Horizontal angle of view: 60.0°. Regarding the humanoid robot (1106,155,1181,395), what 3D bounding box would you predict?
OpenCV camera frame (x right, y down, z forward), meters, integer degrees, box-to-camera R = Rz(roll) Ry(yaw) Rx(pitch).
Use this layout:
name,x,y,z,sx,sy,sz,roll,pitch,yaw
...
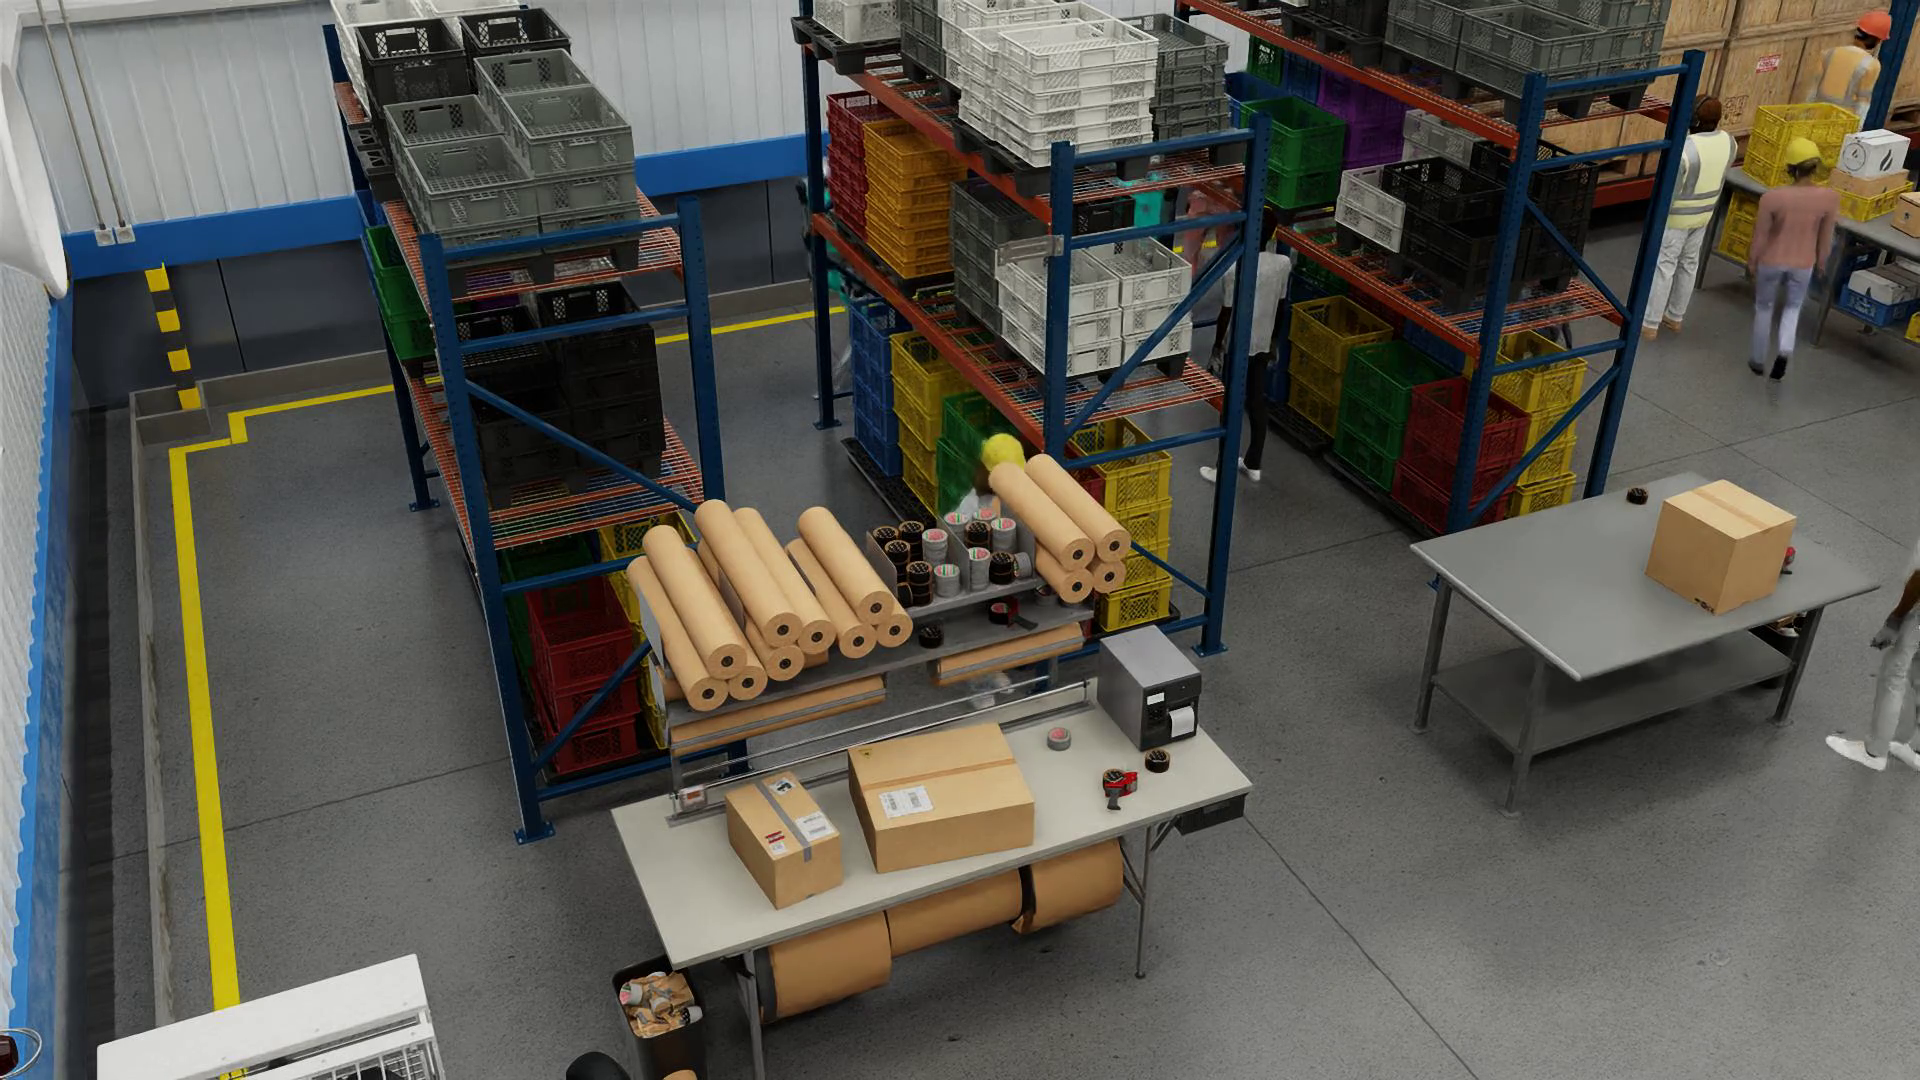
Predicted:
name,x,y,z,sx,sy,sz,roll,pitch,yaw
humanoid robot,1.153,-1.928,11.701,0.546,1.758,0.841,-11,33,-17

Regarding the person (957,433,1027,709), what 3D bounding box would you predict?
name,x,y,z,sx,sy,sz,roll,pitch,yaw
person,0.194,0.195,8.266,0.506,1.715,0.445,-21,38,-31

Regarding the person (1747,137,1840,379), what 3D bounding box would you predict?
name,x,y,z,sx,sy,sz,roll,pitch,yaw
person,5.818,-1.939,11.704,0.550,1.742,0.500,9,33,14

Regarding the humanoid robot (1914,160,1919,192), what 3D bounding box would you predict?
name,x,y,z,sx,sy,sz,roll,pitch,yaw
humanoid robot,8.149,-3.207,13.822,0.315,1.657,0.599,10,33,16

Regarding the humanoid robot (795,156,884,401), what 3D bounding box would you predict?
name,x,y,z,sx,sy,sz,roll,pitch,yaw
humanoid robot,-0.686,-1.899,11.702,0.531,1.778,1.023,25,39,34

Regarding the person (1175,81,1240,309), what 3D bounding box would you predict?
name,x,y,z,sx,sy,sz,roll,pitch,yaw
person,1.958,-2.593,12.644,0.601,1.882,0.883,25,40,35

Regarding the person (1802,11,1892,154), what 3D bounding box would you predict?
name,x,y,z,sx,sy,sz,roll,pitch,yaw
person,7.529,-3.572,14.239,0.911,1.876,0.632,-15,35,-23

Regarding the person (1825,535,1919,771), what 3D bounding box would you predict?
name,x,y,z,sx,sy,sz,roll,pitch,yaw
person,4.614,0.346,7.918,0.567,1.848,0.424,-15,35,-23

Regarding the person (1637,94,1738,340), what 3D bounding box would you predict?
name,x,y,z,sx,sy,sz,roll,pitch,yaw
person,5.340,-2.389,12.350,0.620,1.844,0.429,-15,35,-23

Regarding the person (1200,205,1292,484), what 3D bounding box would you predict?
name,x,y,z,sx,sy,sz,roll,pitch,yaw
person,1.785,-1.200,10.405,0.511,1.864,0.322,-14,34,-22

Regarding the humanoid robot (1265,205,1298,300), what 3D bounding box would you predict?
name,x,y,z,sx,sy,sz,roll,pitch,yaw
humanoid robot,2.388,-2.519,12.696,1.001,1.771,0.533,-22,38,-31

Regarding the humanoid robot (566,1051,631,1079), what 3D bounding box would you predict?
name,x,y,z,sx,sy,sz,roll,pitch,yaw
humanoid robot,-1.005,2.180,5.073,0.315,1.657,0.599,19,37,28

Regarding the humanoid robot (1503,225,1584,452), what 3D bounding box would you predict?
name,x,y,z,sx,sy,sz,roll,pitch,yaw
humanoid robot,3.773,-1.440,11.016,0.584,1.629,0.781,-14,34,-22
